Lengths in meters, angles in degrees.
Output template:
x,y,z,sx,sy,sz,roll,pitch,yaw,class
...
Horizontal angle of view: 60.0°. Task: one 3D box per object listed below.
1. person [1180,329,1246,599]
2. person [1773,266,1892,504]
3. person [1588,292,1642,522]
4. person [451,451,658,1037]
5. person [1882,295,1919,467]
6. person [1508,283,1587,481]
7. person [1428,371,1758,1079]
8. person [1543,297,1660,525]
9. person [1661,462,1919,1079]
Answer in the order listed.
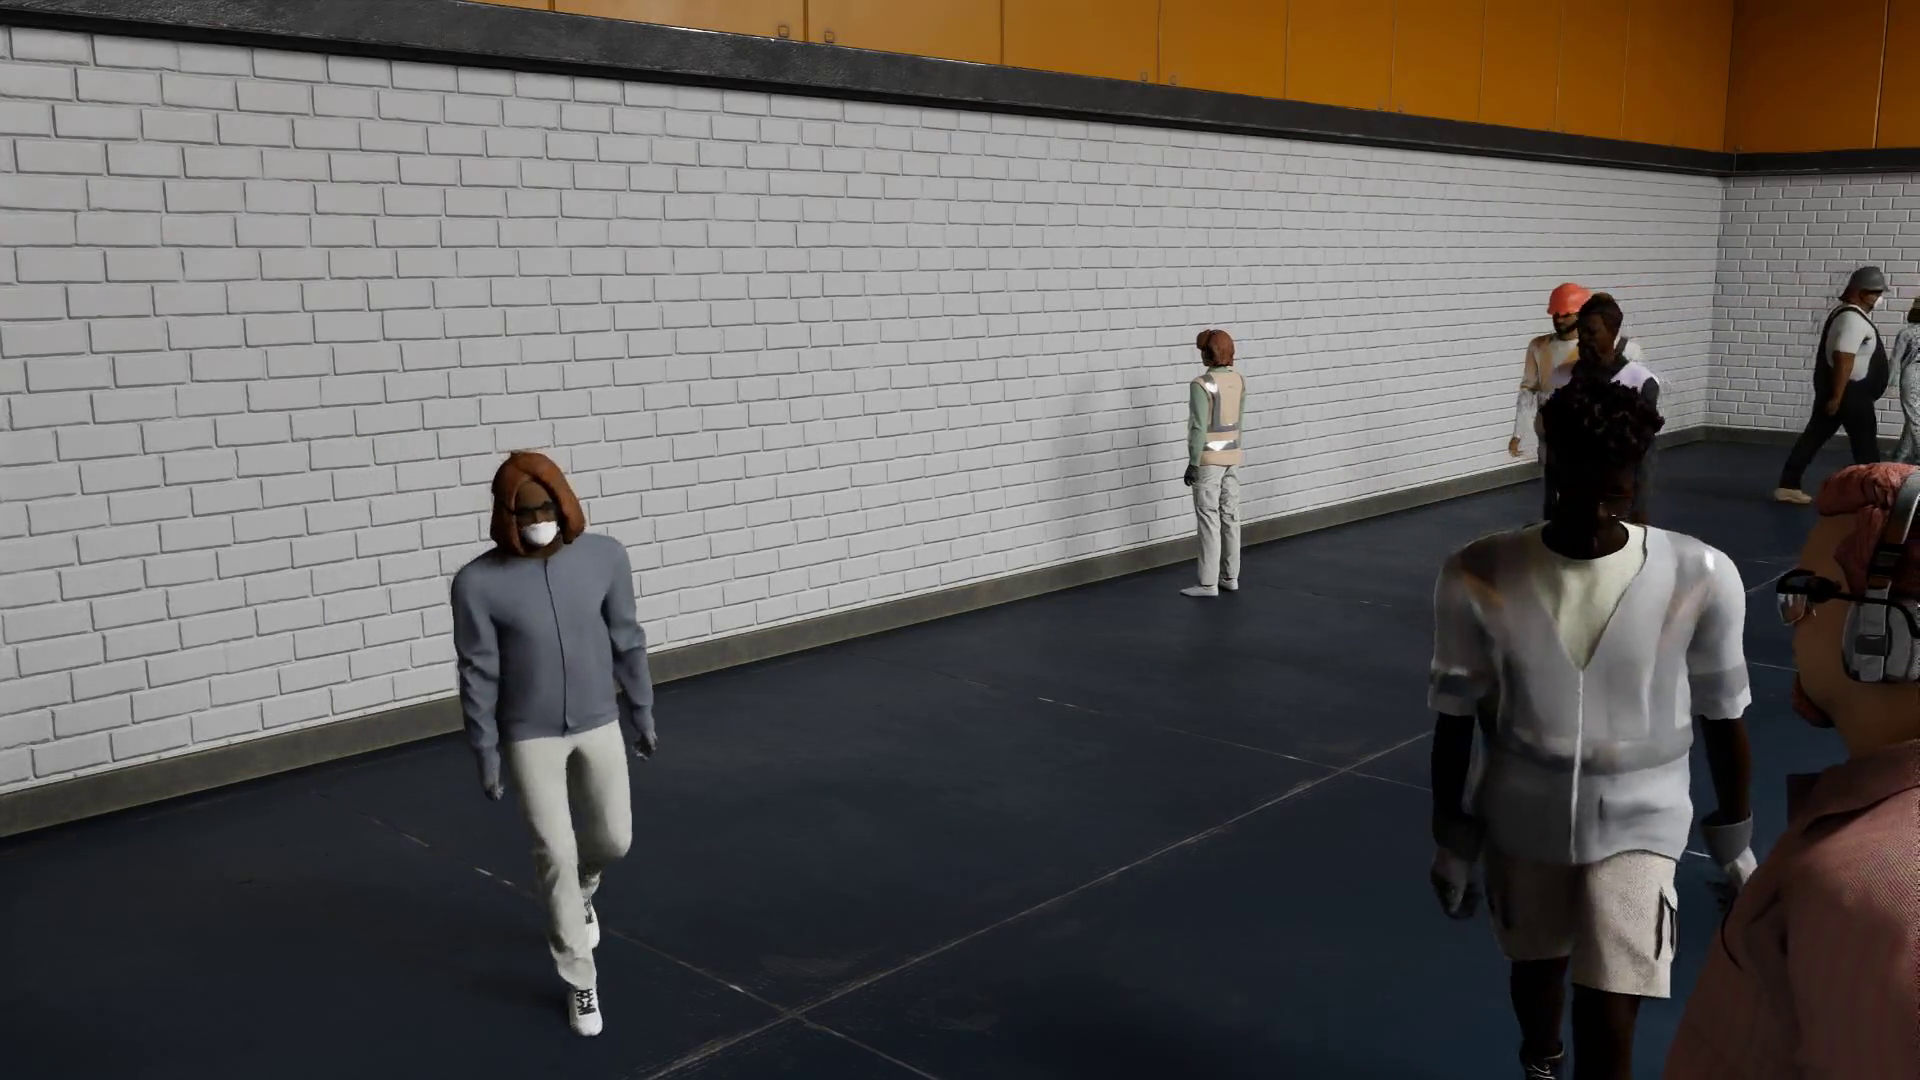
x,y,z,sx,sy,sz,roll,pitch,yaw,class
1.554,-0.463,10.159,0.307,1.639,0.525,9,13,42,person
7.267,-1.272,13.623,1.016,2.000,0.688,3,10,14,person
4.132,-0.678,10.802,0.517,1.842,0.325,0,10,-2,person
-1.140,0.528,4.622,0.547,1.605,0.559,-6,12,-31,person
9.046,-1.475,15.765,0.491,1.695,0.905,-1,10,-5,person
3.817,-0.684,10.683,0.880,1.900,0.554,-9,13,-41,person
1.324,0.581,3.502,0.652,1.899,1.036,5,11,24,person
3.174,-0.249,8.225,0.791,1.897,0.595,-7,12,-33,person
0.980,0.863,1.851,0.407,1.906,0.655,9,13,42,person
